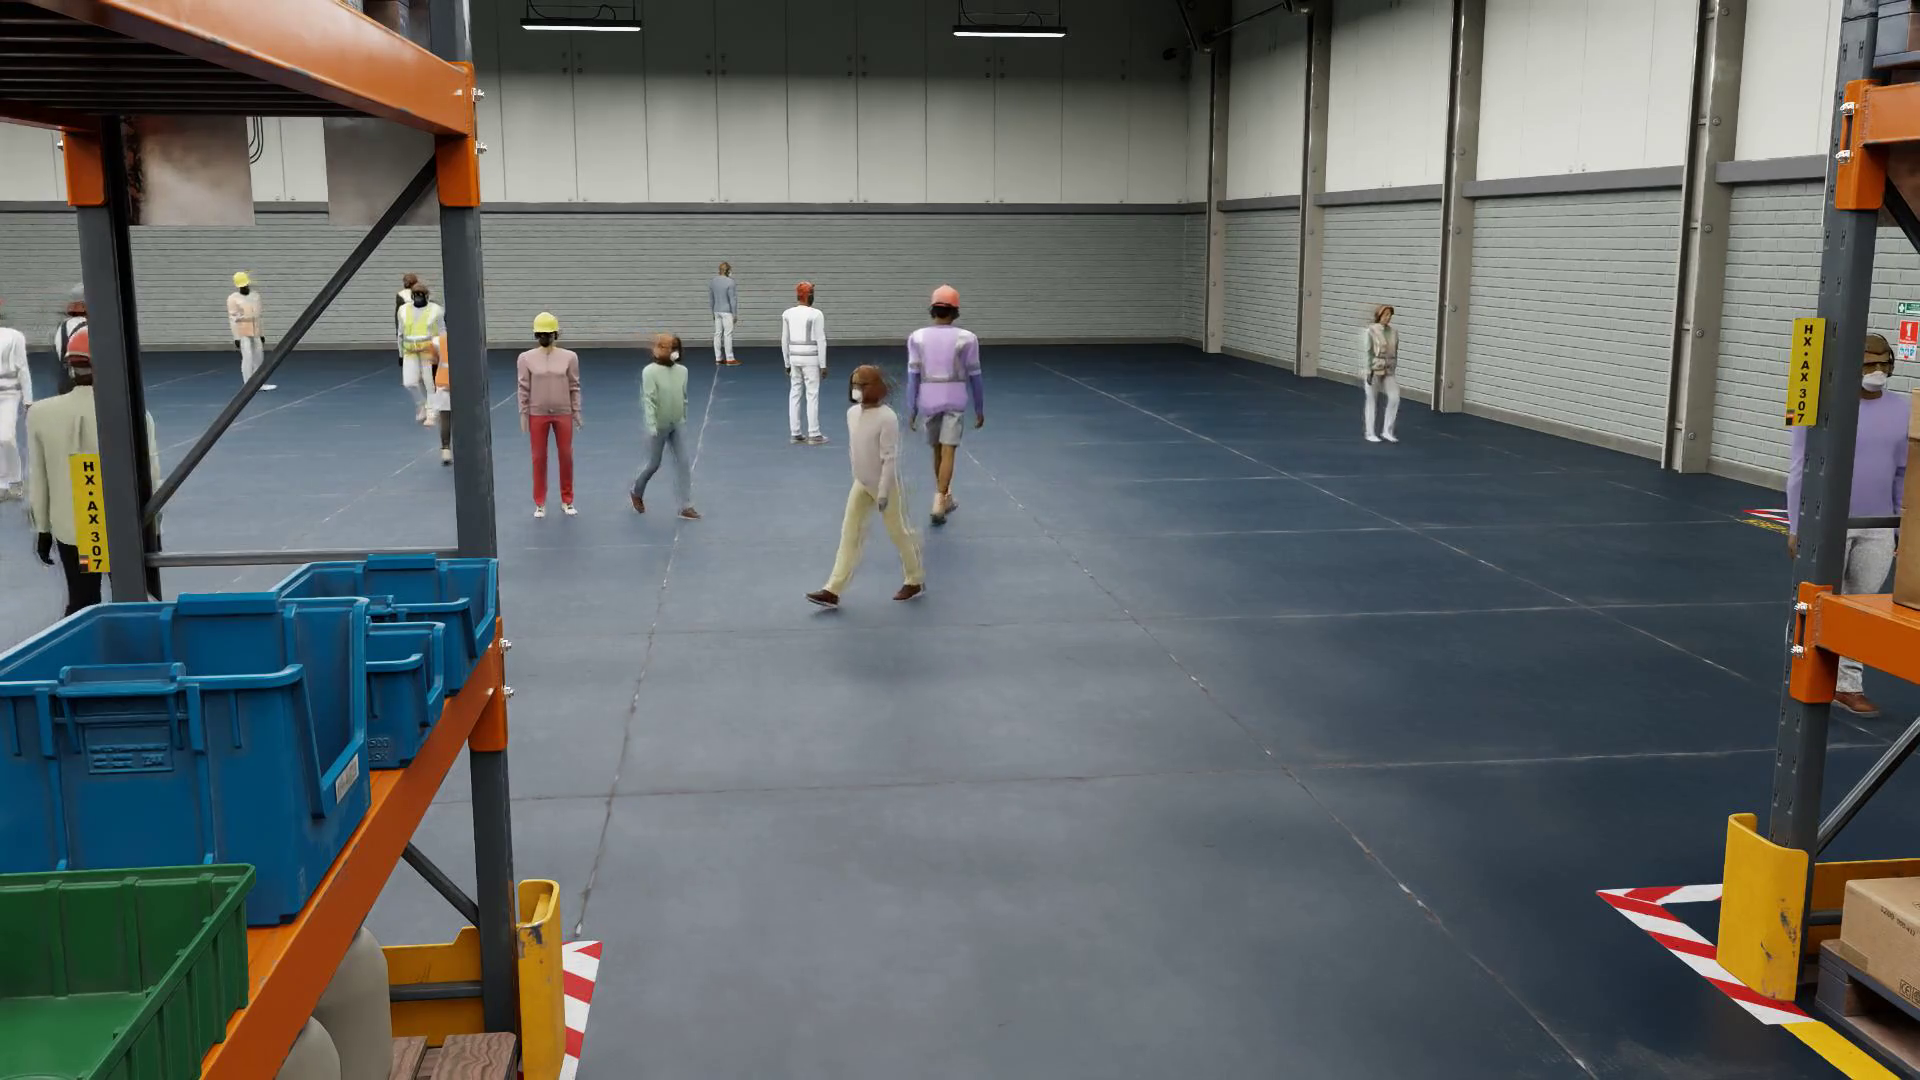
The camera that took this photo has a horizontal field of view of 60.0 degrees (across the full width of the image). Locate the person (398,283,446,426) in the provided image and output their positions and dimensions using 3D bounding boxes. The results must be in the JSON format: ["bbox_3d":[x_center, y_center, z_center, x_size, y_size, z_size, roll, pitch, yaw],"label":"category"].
[{"bbox_3d":[-6.846,-2.358,21.190,0.651,1.823,0.439,1,10,3],"label":"person"}]

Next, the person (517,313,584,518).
[{"bbox_3d":[-3.531,-1.073,14.372,0.553,1.767,0.424,-3,11,-17],"label":"person"}]

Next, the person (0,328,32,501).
[{"bbox_3d":[-8.770,-1.267,15.094,0.598,1.865,0.439,-1,10,-4],"label":"person"}]

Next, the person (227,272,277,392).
[{"bbox_3d":[-10.860,-3.166,25.492,0.432,1.871,0.760,5,11,24],"label":"person"}]

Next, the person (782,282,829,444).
[{"bbox_3d":[-1.800,-2.052,19.354,0.577,1.882,0.349,6,12,30],"label":"person"}]

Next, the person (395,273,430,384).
[{"bbox_3d":[-8.849,-3.413,26.982,0.636,1.821,0.638,7,12,32],"label":"person"}]

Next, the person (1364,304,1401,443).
[{"bbox_3d":[4.932,-1.926,19.365,0.533,1.615,0.567,-4,11,-22],"label":"person"}]

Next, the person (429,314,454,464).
[{"bbox_3d":[-5.405,-1.651,17.786,0.541,1.651,0.874,-1,10,-3],"label":"person"}]

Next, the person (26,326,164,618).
[{"bbox_3d":[-4.236,-0.059,8.162,0.639,1.974,0.553,-1,10,-6],"label":"person"}]

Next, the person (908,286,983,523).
[{"bbox_3d":[-0.136,-1.159,14.166,0.627,1.999,1.034,2,11,13],"label":"person"}]

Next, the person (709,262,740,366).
[{"bbox_3d":[-4.419,-4.233,31.177,0.627,1.933,0.375,8,13,36],"label":"person"}]

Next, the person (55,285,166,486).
[{"bbox_3d":[-7.708,-1.332,14.973,0.685,2.000,0.963,5,12,27],"label":"person"}]

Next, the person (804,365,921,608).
[{"bbox_3d":[-0.590,-0.343,10.802,0.899,1.575,0.514,-10,14,-43],"label":"person"}]

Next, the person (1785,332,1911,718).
[{"bbox_3d":[4.434,-0.063,8.300,0.635,1.937,0.353,-1,10,-3],"label":"person"}]

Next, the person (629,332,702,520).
[{"bbox_3d":[-2.548,-0.990,14.289,0.749,1.603,0.501,9,14,42],"label":"person"}]
